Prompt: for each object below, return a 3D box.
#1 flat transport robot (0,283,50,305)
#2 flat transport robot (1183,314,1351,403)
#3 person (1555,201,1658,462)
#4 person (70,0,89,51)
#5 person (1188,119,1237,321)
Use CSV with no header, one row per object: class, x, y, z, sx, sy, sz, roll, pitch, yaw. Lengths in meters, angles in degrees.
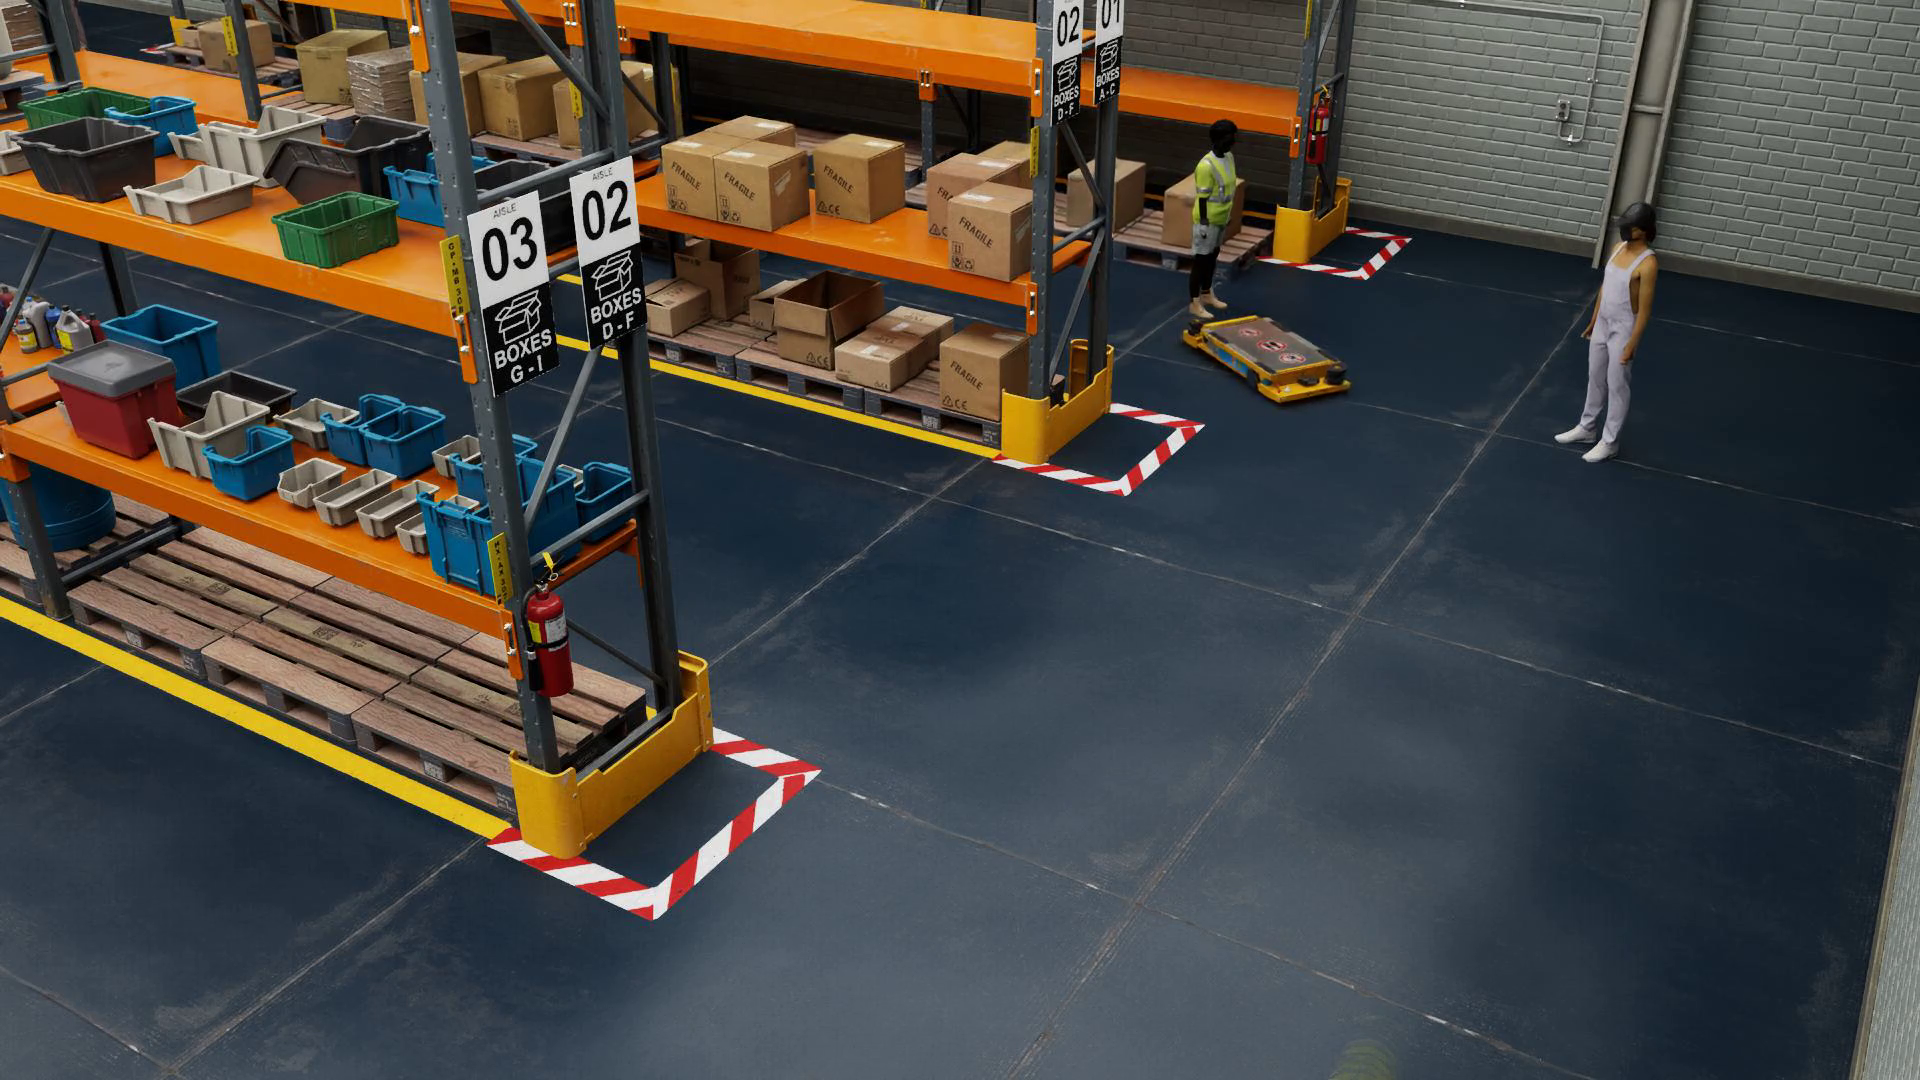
flat transport robot,-8.410,-1.976,14.179,1.431,0.231,0.659,18,34,29
flat transport robot,2.432,-1.481,13.290,0.659,0.231,1.431,-12,31,-21
person,4.554,-1.456,11.608,0.365,1.864,0.509,-8,30,-14
person,-11.976,-7.249,22.090,0.552,1.785,0.957,-10,31,-17
person,2.138,-2.709,14.030,0.319,1.692,0.531,17,33,28
